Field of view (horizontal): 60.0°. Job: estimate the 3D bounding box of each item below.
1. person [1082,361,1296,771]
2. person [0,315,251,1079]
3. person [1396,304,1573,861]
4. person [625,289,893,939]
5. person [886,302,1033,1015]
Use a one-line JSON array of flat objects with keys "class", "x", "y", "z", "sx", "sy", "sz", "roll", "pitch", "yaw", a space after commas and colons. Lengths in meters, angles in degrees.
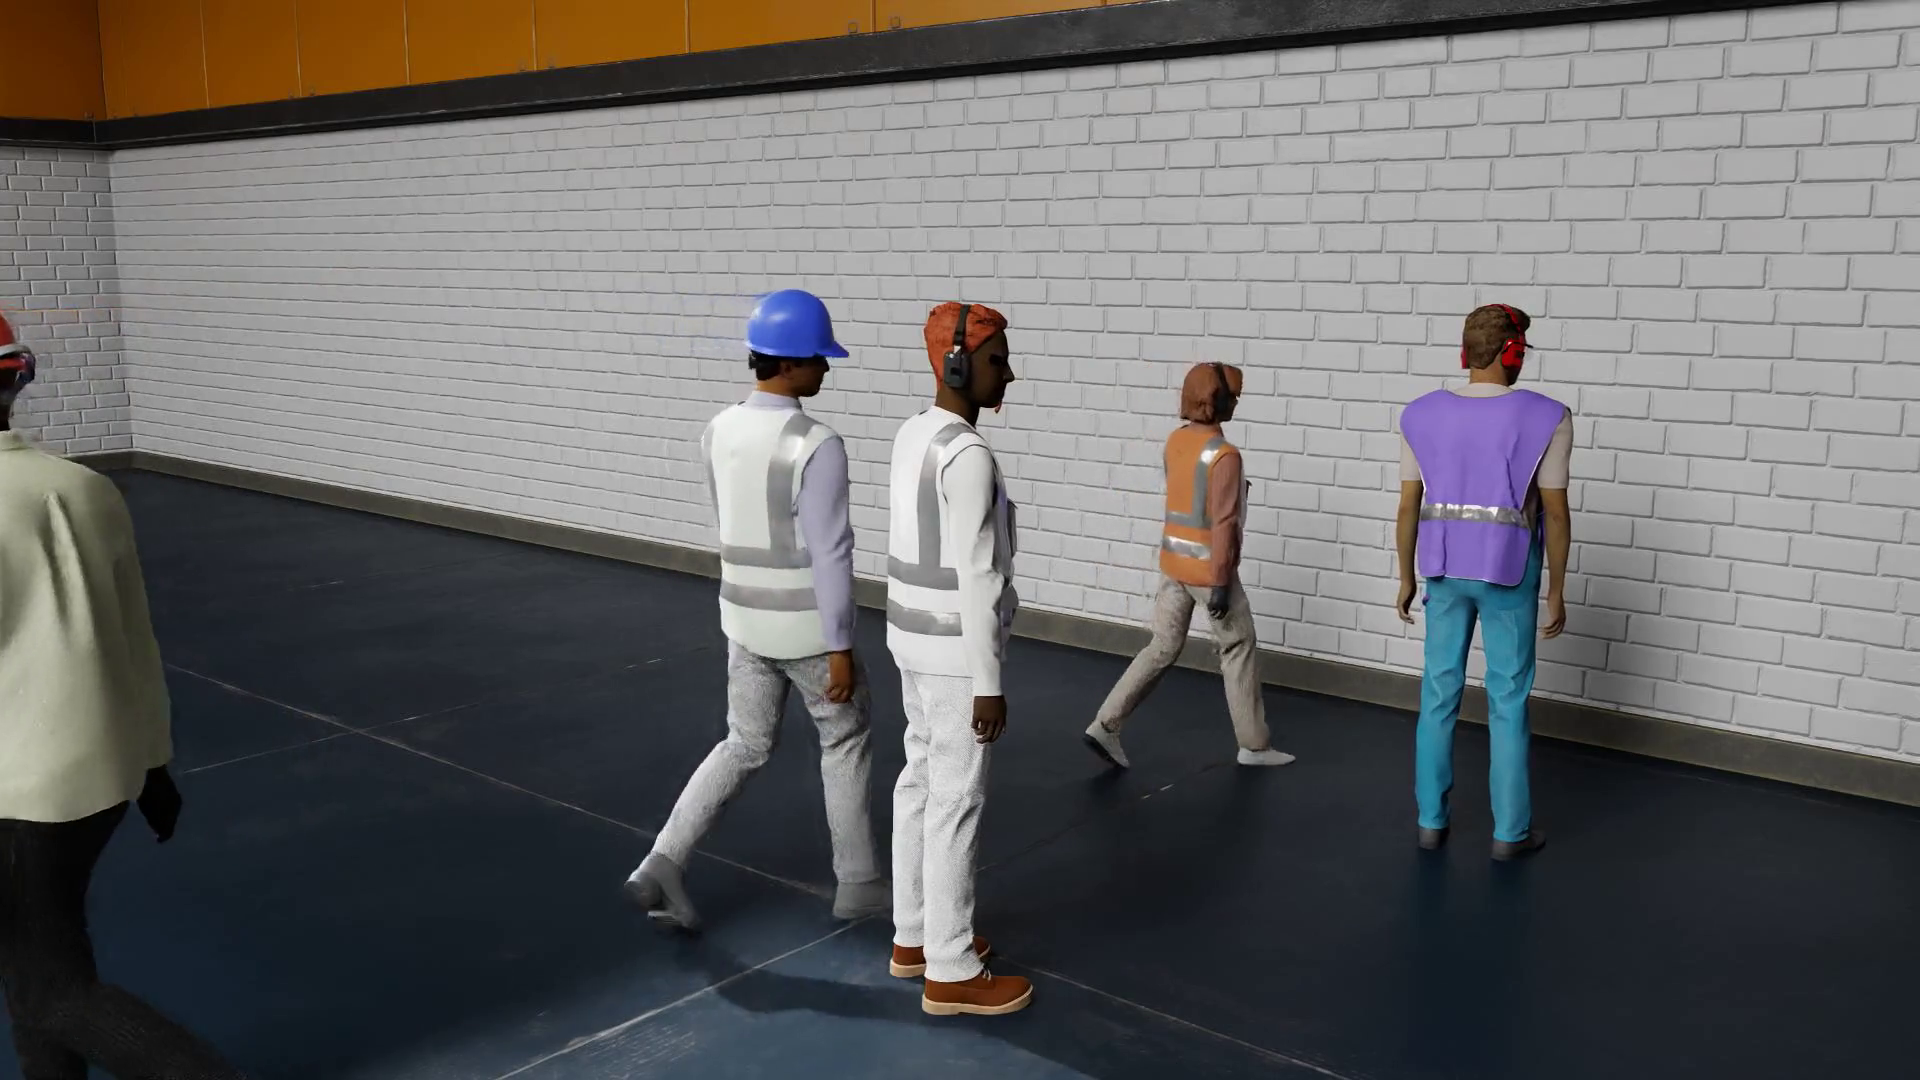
[{"class": "person", "x": 0.886, "y": 0.117, "z": 6.389, "sx": 0.840, "sy": 1.609, "sz": 0.523, "roll": -4, "pitch": 11, "yaw": -23}, {"class": "person", "x": -1.725, "y": 0.480, "z": 3.320, "sx": 0.853, "sy": 1.951, "sz": 0.633, "roll": 1, "pitch": 10, "yaw": 8}, {"class": "person", "x": 1.718, "y": 0.147, "z": 5.517, "sx": 0.563, "sy": 1.839, "sz": 0.394, "roll": 6, "pitch": 12, "yaw": 32}, {"class": "person", "x": -0.548, "y": 0.237, "z": 4.837, "sx": 0.885, "sy": 1.916, "sz": 0.619, "roll": -10, "pitch": 14, "yaw": -43}, {"class": "person", "x": -0.020, "y": 0.314, "z": 4.444, "sx": 0.337, "sy": 1.881, "sz": 0.584, "roll": -4, "pitch": 11, "yaw": -19}]
